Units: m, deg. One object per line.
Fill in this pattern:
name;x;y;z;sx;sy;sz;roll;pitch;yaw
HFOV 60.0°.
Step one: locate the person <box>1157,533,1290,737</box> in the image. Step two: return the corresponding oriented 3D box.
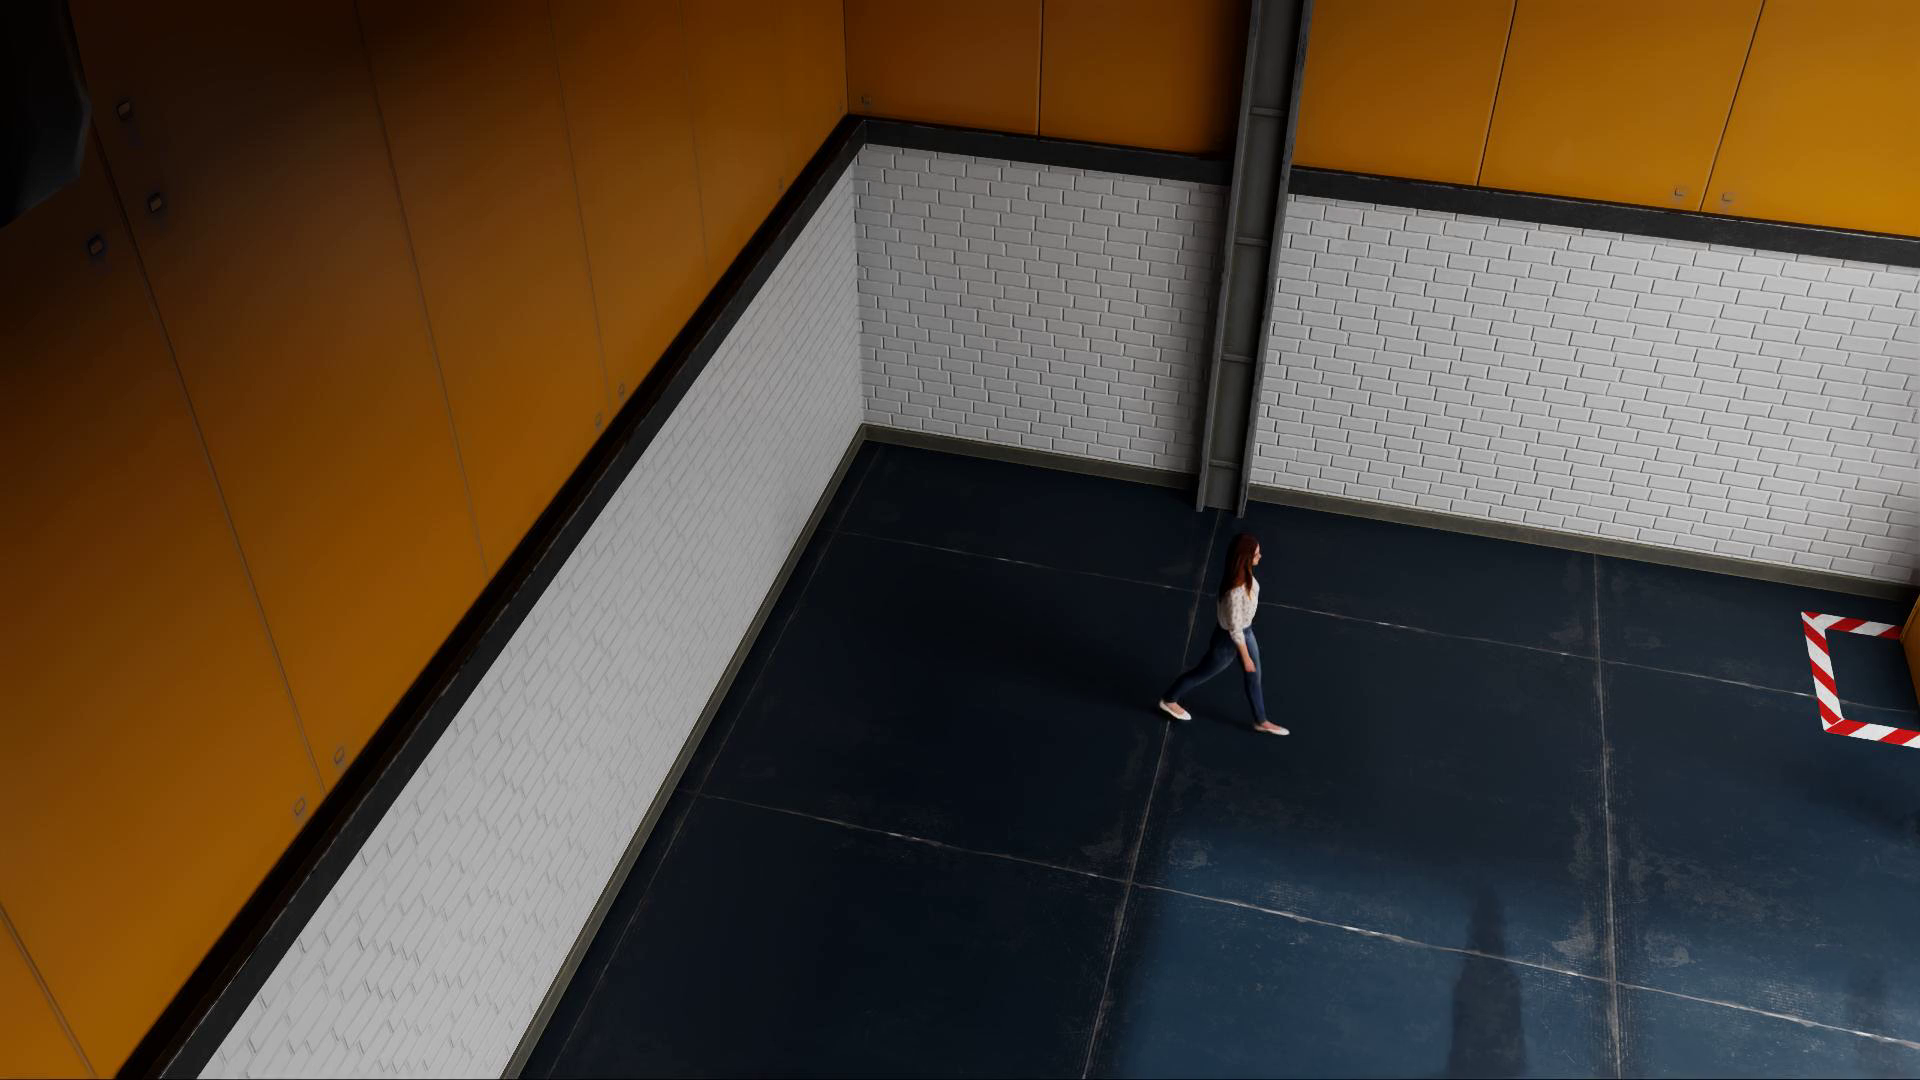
person;1.752;0.666;11.351;1.202;1.685;0.708;15;41;18
